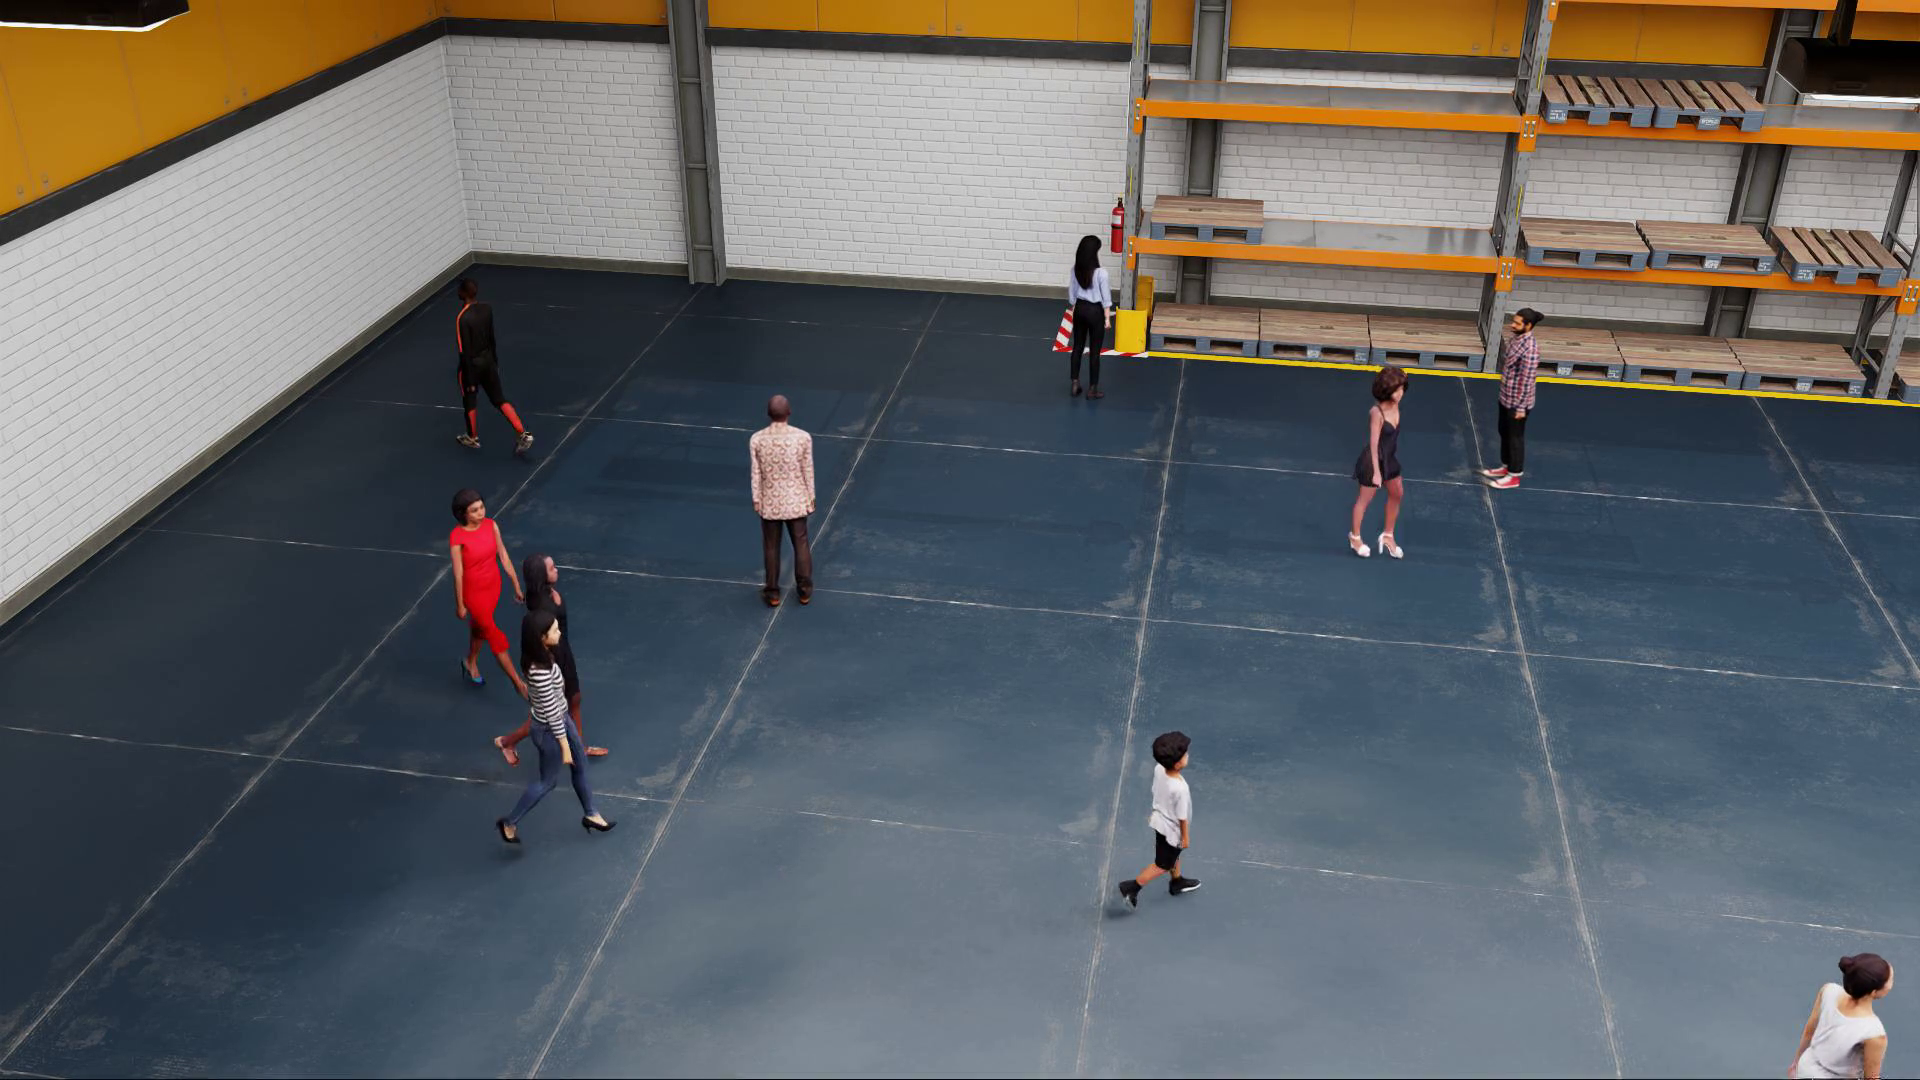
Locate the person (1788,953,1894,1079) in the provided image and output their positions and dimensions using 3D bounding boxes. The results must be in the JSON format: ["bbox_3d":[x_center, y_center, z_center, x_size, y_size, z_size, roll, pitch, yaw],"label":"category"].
[{"bbox_3d":[4.218,2.691,8.215,0.711,1.596,0.641,-2,29,-4],"label":"person"}]

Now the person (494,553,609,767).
[{"bbox_3d":[-2.881,0.867,11.451,1.093,1.700,0.914,-9,30,-17],"label":"person"}]

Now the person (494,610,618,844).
[{"bbox_3d":[-2.704,1.266,10.651,1.109,1.766,0.914,-9,30,-17],"label":"person"}]

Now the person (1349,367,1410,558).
[{"bbox_3d":[3.487,-0.667,14.183,0.842,1.777,0.775,25,37,37],"label":"person"}]

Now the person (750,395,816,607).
[{"bbox_3d":[-1.427,-0.307,13.501,0.640,1.799,0.792,-3,29,-6],"label":"person"}]

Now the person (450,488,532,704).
[{"bbox_3d":[-3.595,0.395,12.318,1.163,1.699,0.866,16,33,27],"label":"person"}]

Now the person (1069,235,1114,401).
[{"bbox_3d":[1.330,-2.306,17.223,0.655,1.745,0.793,20,34,32],"label":"person"}]

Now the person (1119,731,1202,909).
[{"bbox_3d":[1.252,1.755,10.296,0.891,1.248,0.723,-10,30,-17],"label":"person"}]

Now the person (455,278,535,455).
[{"bbox_3d":[-4.538,-1.634,15.957,1.249,1.776,0.908,16,32,26],"label":"person"}]

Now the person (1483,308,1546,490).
[{"bbox_3d":[5.165,-1.327,15.418,0.616,1.754,0.711,0,29,0],"label":"person"}]
